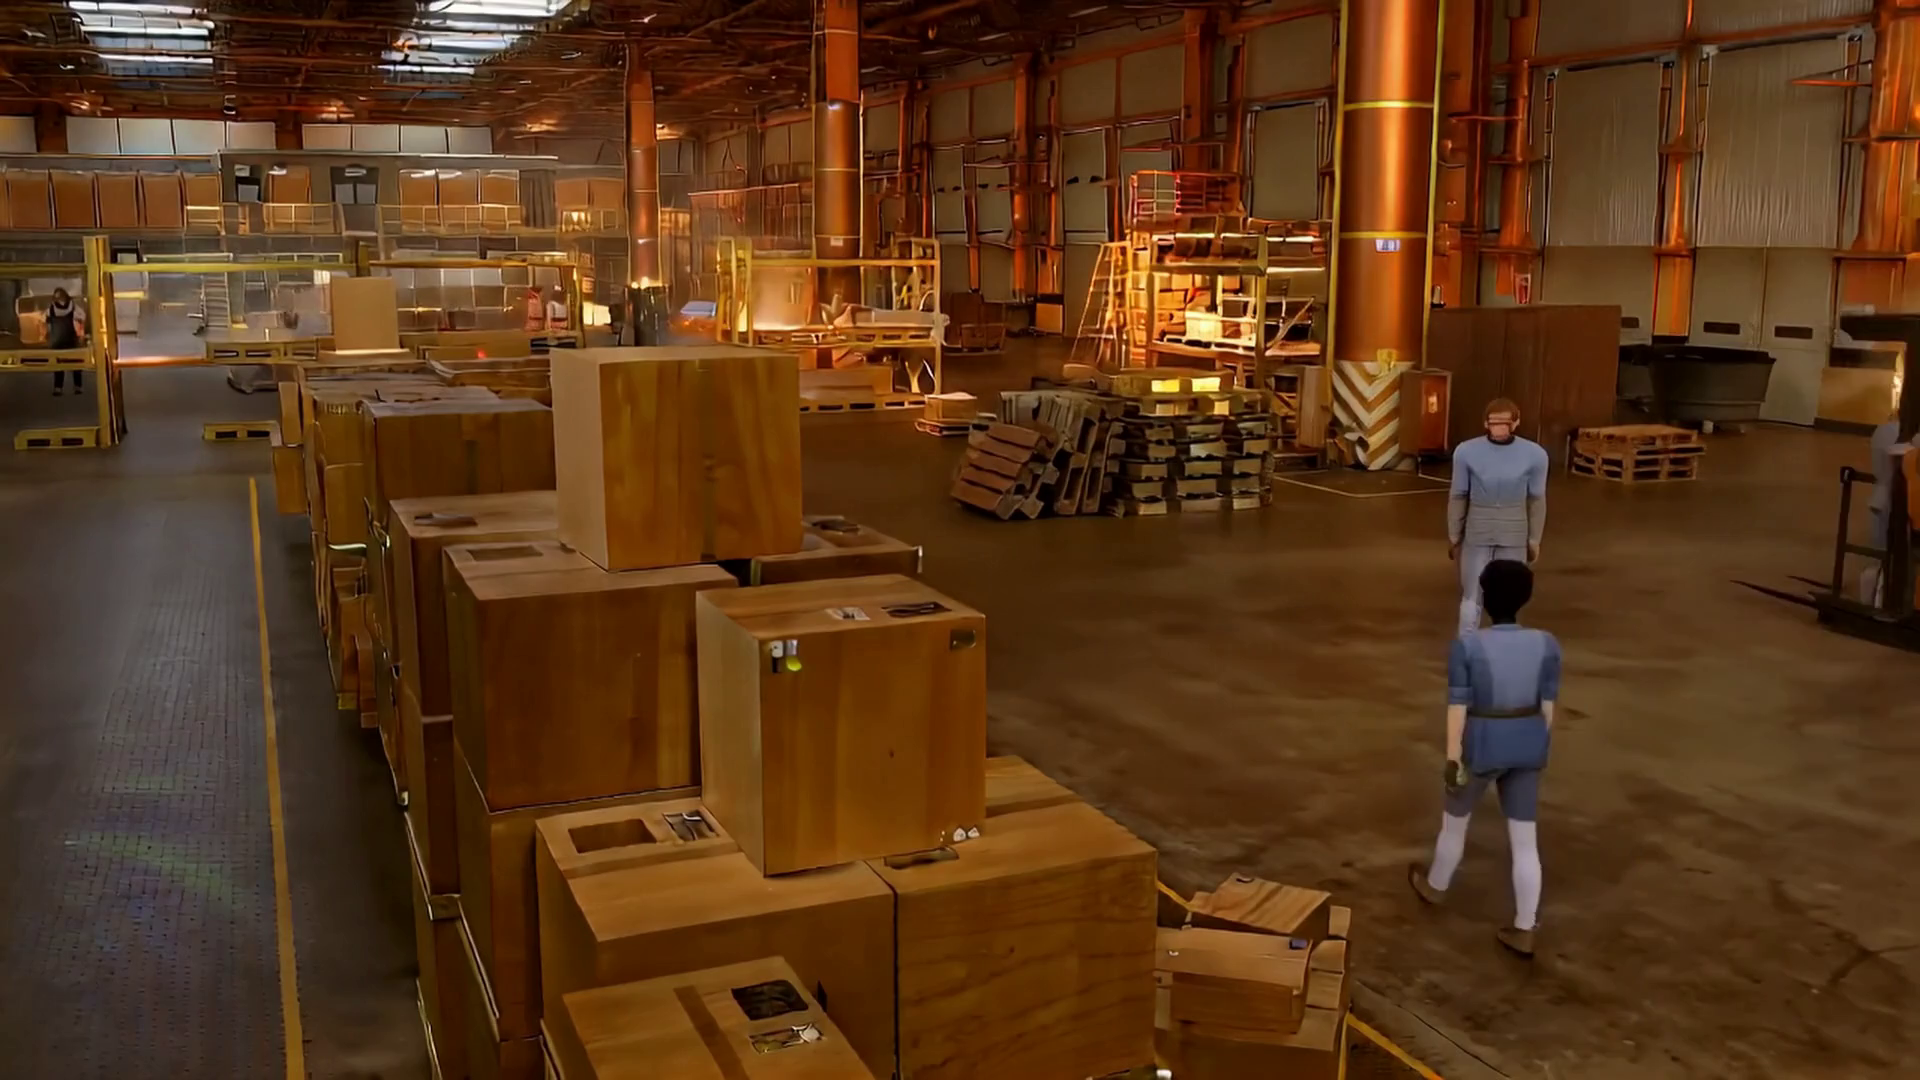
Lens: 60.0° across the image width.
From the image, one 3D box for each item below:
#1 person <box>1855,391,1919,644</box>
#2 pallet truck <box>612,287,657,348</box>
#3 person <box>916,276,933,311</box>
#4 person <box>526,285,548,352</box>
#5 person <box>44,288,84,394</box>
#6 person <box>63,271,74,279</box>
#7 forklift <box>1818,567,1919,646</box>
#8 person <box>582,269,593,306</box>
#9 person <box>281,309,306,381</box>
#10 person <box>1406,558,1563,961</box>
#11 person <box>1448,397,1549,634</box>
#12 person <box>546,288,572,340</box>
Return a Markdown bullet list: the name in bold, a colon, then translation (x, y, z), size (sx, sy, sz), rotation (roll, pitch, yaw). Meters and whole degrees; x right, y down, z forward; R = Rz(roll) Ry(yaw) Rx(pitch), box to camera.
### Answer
- **person**: translation (6.959, -0.190, 12.371), size (0.371, 1.930, 0.636), rotation (1, 10, 3)
- **pallet truck**: translation (-6.464, -4.406, 35.401), size (0.823, 1.965, 1.885), rotation (6, 12, 32)
- **person**: translation (-1.103, -7.156, 50.992), size (0.623, 1.845, 0.430), rotation (-5, 12, -28)
- **person**: translation (-10.011, -5.028, 39.088), size (0.914, 1.916, 0.600), rotation (6, 12, 29)
- **person**: translation (-17.377, -3.858, 32.266), size (0.686, 2.000, 0.538), rotation (-3, 11, -18)
- **person**: translation (-27.337, -7.266, 51.173), size (0.384, 1.993, 0.622), rotation (-4, 11, -22)
- **forklift**: translation (7.454, -0.588, 11.927), size (1.129, 2.768, 1.873), rotation (-3, 11, -16)
- **person**: translation (-13.340, -8.719, 59.434), size (0.586, 1.910, 0.395), rotation (8, 13, 36)
- **person**: translation (-11.021, -2.959, 27.893), size (0.728, 1.838, 0.572), rotation (-4, 11, -22)
- **person**: translation (2.269, 0.889, 7.150), size (0.550, 1.657, 0.842), rotation (-2, 10, -9)
- **person**: translation (3.648, -0.010, 11.341), size (0.637, 1.936, 0.355), rotation (4, 11, 21)
- **person**: translation (-9.016, -4.724, 37.467), size (0.583, 1.882, 0.337), rotation (-7, 12, -32)
